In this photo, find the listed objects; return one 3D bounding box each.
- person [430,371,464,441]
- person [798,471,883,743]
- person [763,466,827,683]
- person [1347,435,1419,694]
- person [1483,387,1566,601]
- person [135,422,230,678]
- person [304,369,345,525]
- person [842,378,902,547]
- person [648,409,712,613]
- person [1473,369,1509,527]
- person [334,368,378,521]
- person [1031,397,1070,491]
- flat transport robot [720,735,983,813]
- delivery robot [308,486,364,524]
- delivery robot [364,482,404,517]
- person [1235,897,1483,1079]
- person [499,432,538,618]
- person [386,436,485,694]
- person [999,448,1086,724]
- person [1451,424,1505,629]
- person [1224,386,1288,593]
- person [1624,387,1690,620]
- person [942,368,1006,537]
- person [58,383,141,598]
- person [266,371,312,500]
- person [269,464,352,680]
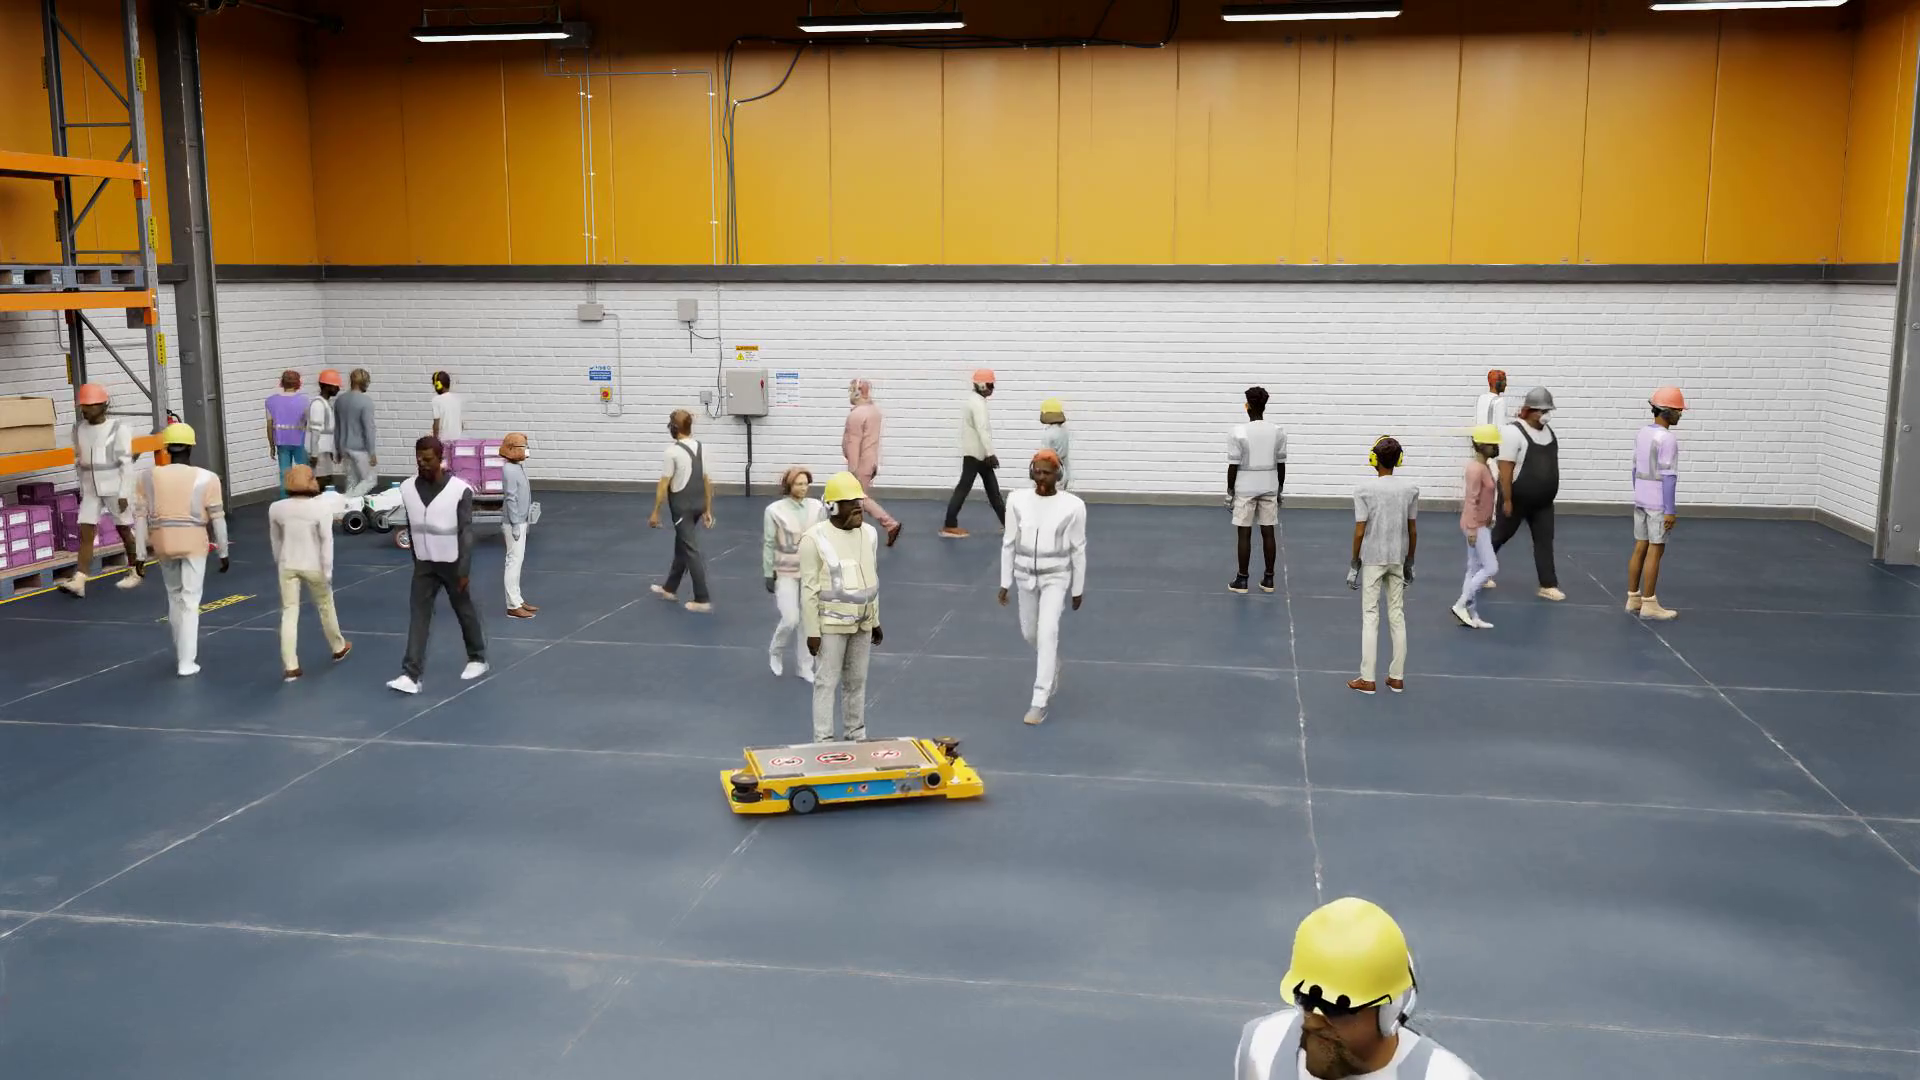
[{"bbox_3d":[-6.301,-1.141,20.308,0.841,1.820,0.537,7,12,37],"label":"person"},{"bbox_3d":[-0.701,0.495,10.126,0.404,1.837,0.595,9,13,43],"label":"person"},{"bbox_3d":[-1.194,0.259,12.257,0.520,1.627,0.378,-6,11,-35],"label":"person"},{"bbox_3d":[3.043,0.178,11.996,0.513,1.872,0.328,-2,9,-11],"label":"person"},{"bbox_3d":[5.260,-0.496,15.648,0.710,2.000,1.026,-5,10,-28],"label":"person"},{"bbox_3d":[-5.884,0.054,12.649,0.624,1.894,0.820,-1,9,-9],"label":"person"},{"bbox_3d":[-7.670,-1.095,19.842,0.699,1.892,0.585,-1,9,-9],"label":"person"},{"bbox_3d":[-1.029,-0.840,18.302,0.812,1.883,0.652,3,10,17],"label":"person"},{"bbox_3d":[-2.566,-0.267,14.957,0.899,1.809,0.513,5,11,30],"label":"person"},{"bbox_3d":[6.312,-1.084,19.777,0.339,1.882,0.581,-2,9,-14],"label":"person"},{"bbox_3d":[-7.094,-1.043,19.435,0.689,1.923,0.517,6,11,33],"label":"person"},{"bbox_3d":[0.953,-0.629,17.443,0.401,1.728,0.490,4,10,25],"label":"person"},{"bbox_3d":[-0.642,1.350,9.664,1.431,0.197,0.652,-2,9,-14],"label":"flat transport robot"},{"bbox_3d":[-7.293,-0.387,19.277,0.707,0.478,0.477,-4,10,-25],"label":"delivery robot"},{"bbox_3d":[-6.630,-0.437,19.588,0.707,0.478,0.477,-6,11,-35],"label":"delivery robot"},{"bbox_3d":[0.835,1.583,3.454,0.606,1.818,0.536,7,12,38],"label":"person"},{"bbox_3d":[-3.899,-0.137,14.675,0.279,1.634,0.499,-1,9,-7],"label":"person"},{"bbox_3d":[-3.801,0.166,12.118,0.599,1.855,1.033,2,9,14],"label":"person"},{"bbox_3d":[0.600,0.273,11.478,0.573,1.857,0.911,4,10,22],"label":"person"},{"bbox_3d":[4.419,-0.104,14.070,0.364,1.754,0.545,4,10,26],"label":"person"},{"bbox_3d":[2.792,-0.474,15.738,0.606,1.966,0.367,-2,9,-12],"label":"person"},{"bbox_3d":[6.130,-0.326,14.589,0.394,2.039,0.614,0,9,-3],"label":"person"},{"bbox_3d":[0.274,-0.987,19.000,1.036,1.934,0.636,1,9,4],"label":"person"},{"bbox_3d":[-8.067,-0.460,15.569,0.637,1.987,1.027,1,9,7],"label":"person"},{"bbox_3d":[-8.124,-1.130,20.231,0.592,1.836,0.392,0,9,-1],"label":"person"},{"bbox_3d":[-4.955,0.219,12.611,0.512,1.589,0.859,0,9,-1],"label":"person"}]
